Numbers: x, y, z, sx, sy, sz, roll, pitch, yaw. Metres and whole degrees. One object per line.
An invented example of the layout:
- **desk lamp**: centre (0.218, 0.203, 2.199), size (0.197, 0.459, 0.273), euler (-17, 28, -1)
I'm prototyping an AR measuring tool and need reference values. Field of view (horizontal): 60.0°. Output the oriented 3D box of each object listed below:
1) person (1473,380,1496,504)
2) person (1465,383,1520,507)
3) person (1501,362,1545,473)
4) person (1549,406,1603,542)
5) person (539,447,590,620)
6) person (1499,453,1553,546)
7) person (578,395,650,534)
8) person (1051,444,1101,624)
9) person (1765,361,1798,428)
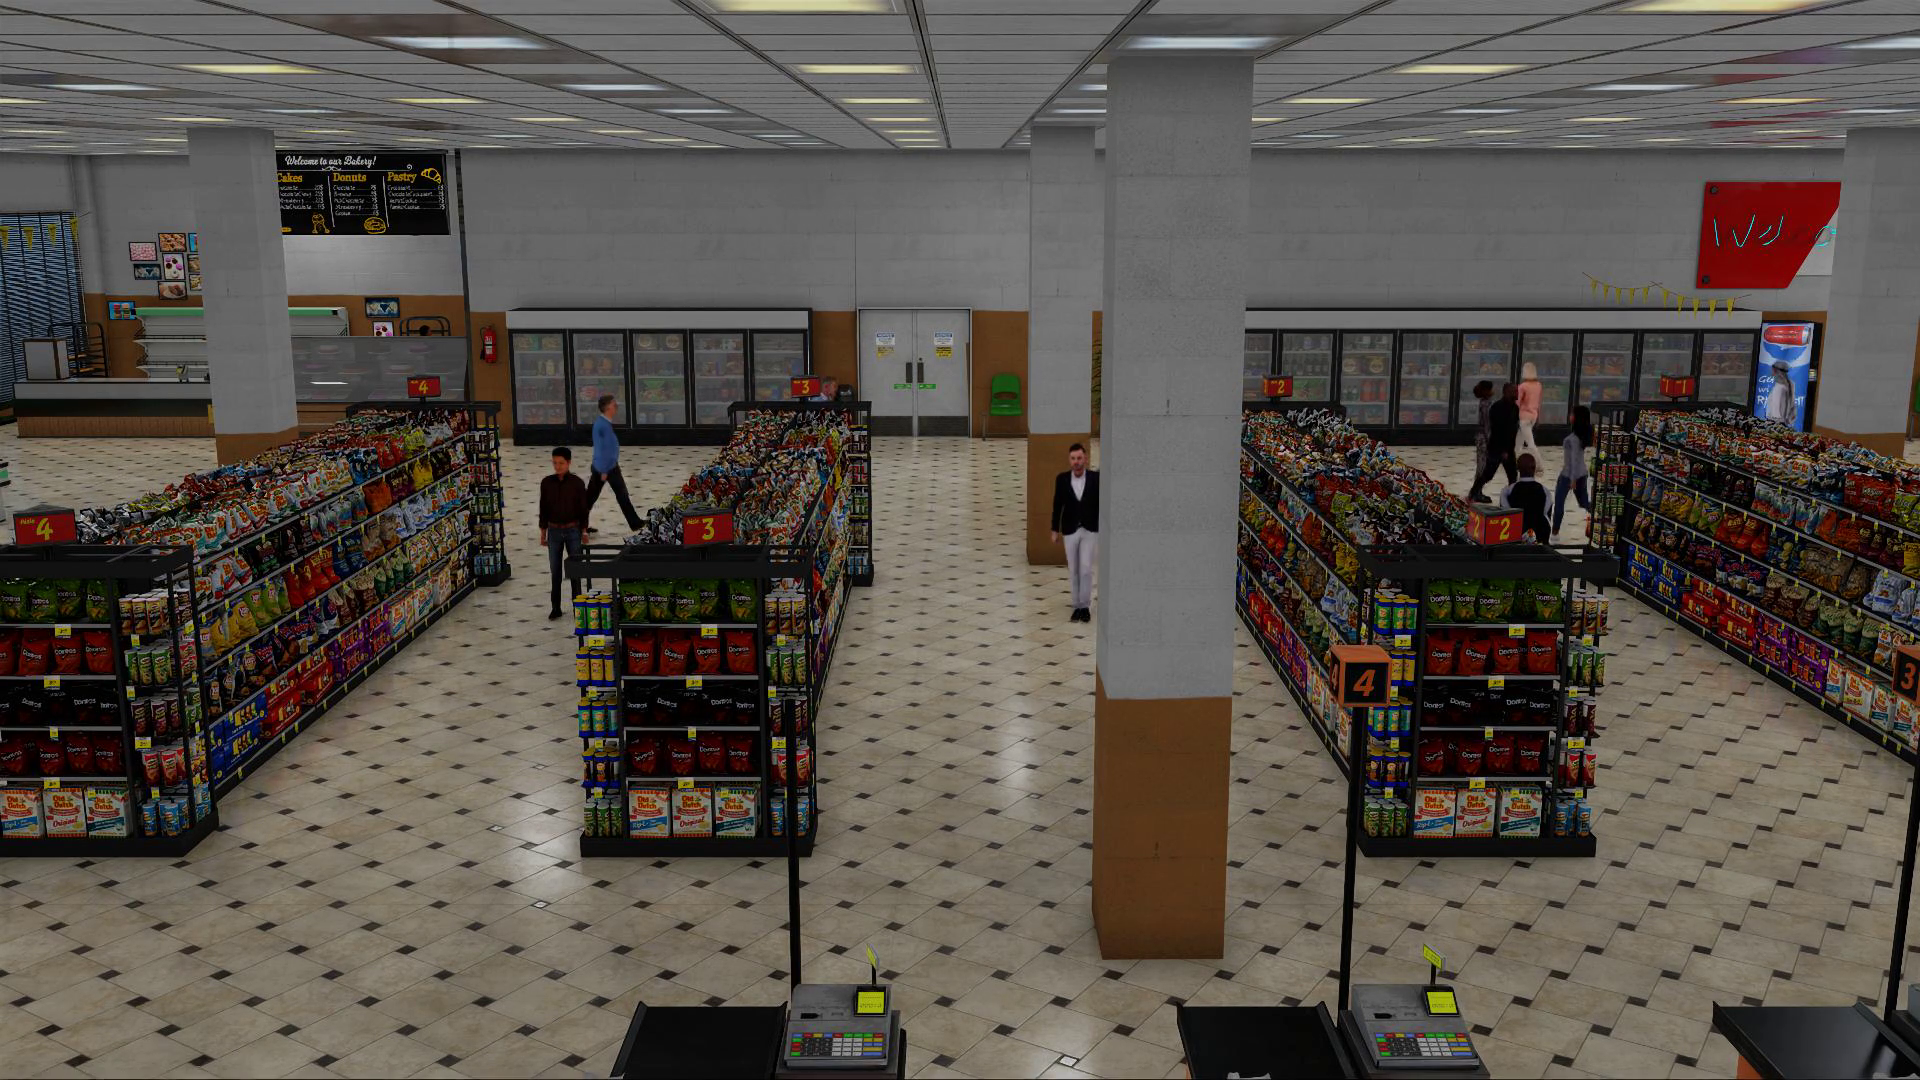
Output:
- **person**: centre (7.357, -1.388, 23.341), size (0.698, 1.709, 0.595), euler (3, 12, 15)
- **person**: centre (7.159, -1.193, 22.252), size (1.136, 1.776, 1.317), euler (-8, 14, -32)
- **person**: centre (8.778, -1.844, 25.577), size (0.958, 1.680, 1.212), euler (-6, 13, -26)
- **person**: centre (7.646, -0.765, 20.399), size (1.158, 1.700, 1.104), euler (11, 16, 43)
- **person**: centre (-4.037, -0.079, 16.955), size (0.663, 1.777, 0.540), euler (-1, 12, -5)
- **person**: centre (5.483, 0.054, 16.202), size (0.696, 1.828, 0.616), euler (2, 12, 11)
- **person**: centre (-4.550, -0.900, 20.903), size (1.116, 1.758, 1.237), euler (-7, 14, -29)
- **person**: centre (1.225, -0.083, 16.862), size (0.760, 1.824, 0.725), euler (2, 12, 11)
- **person**: centre (11.854, -1.596, 23.906), size (1.175, 1.884, 1.314), euler (-10, 15, -39)
